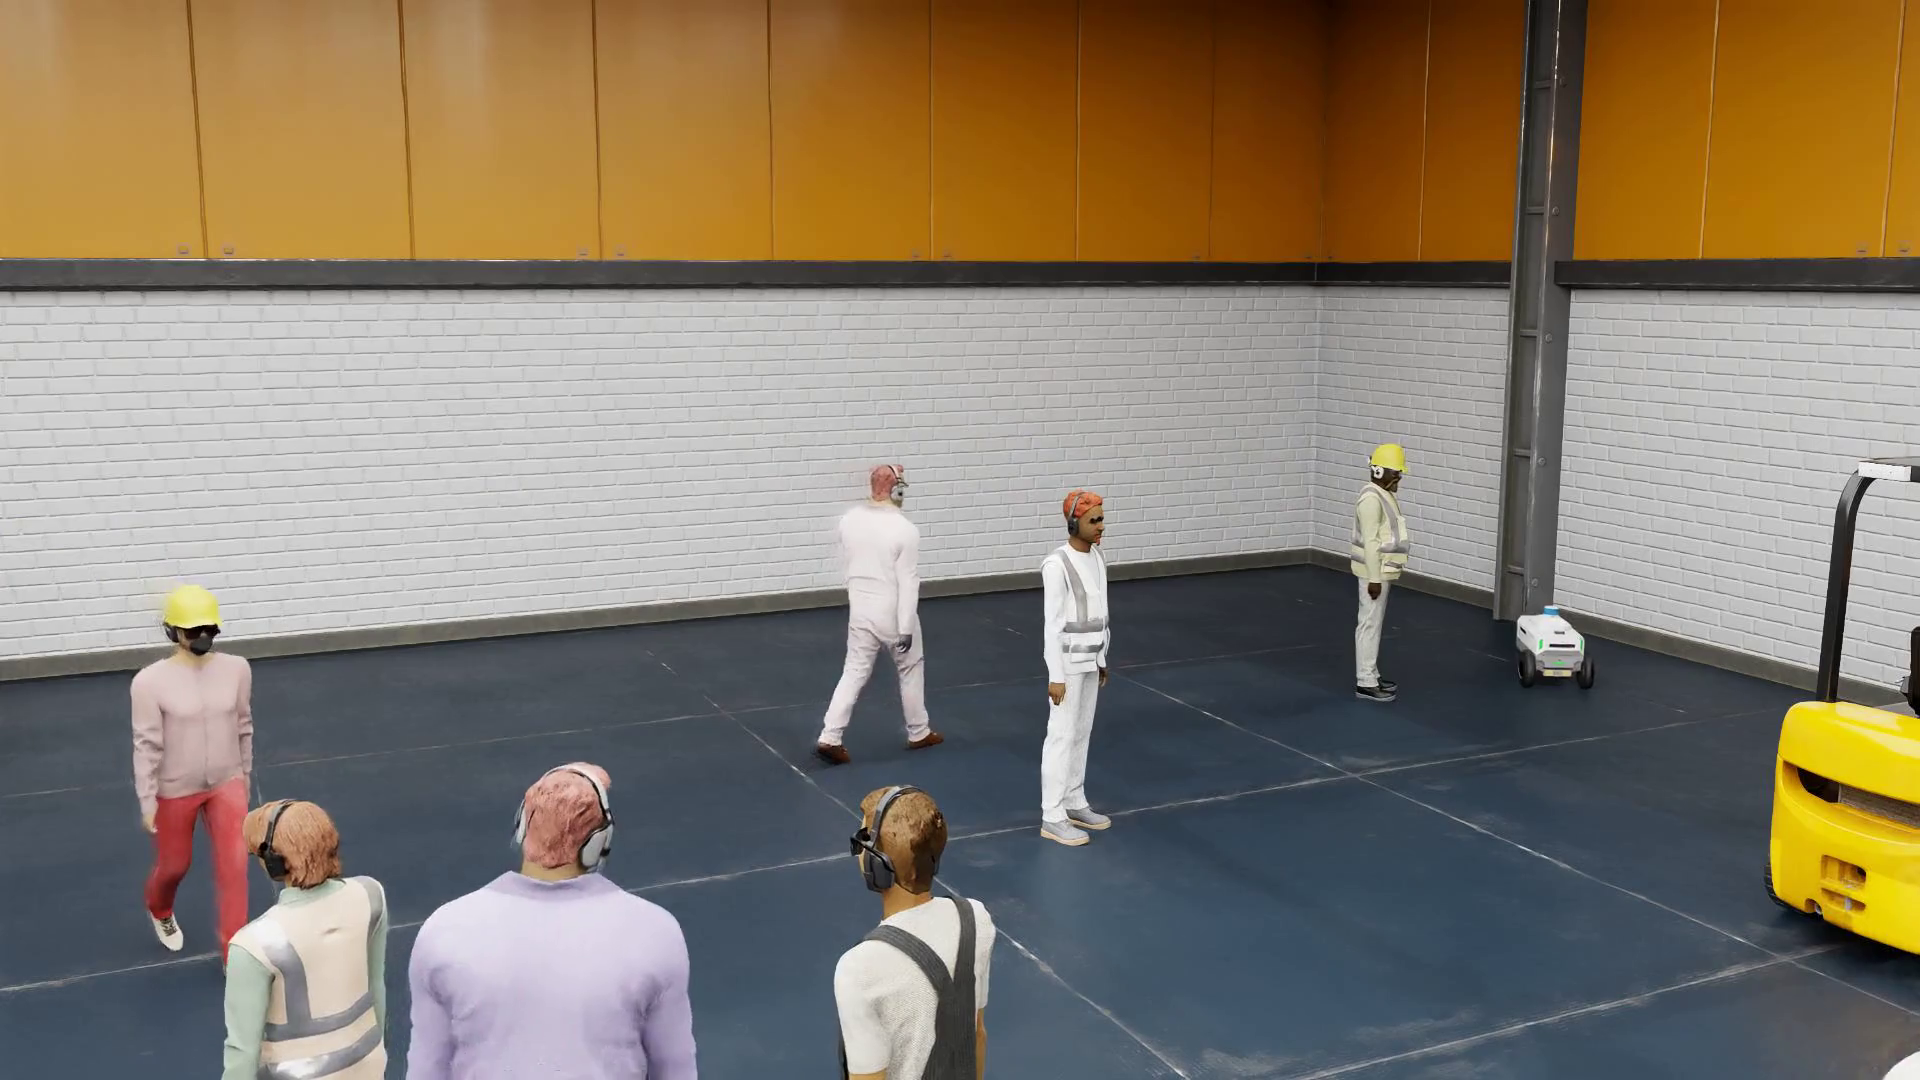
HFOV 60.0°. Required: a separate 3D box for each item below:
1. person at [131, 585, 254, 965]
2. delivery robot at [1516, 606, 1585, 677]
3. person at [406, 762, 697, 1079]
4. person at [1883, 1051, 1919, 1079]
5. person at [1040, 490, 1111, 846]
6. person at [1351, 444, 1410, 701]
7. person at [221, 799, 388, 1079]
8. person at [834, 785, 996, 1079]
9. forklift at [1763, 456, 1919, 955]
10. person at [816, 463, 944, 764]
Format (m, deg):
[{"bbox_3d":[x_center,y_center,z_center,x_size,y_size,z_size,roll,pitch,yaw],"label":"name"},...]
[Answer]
[{"bbox_3d":[-3.307,1.031,7.149,0.808,1.739,0.522,9,13,43],"label":"person"},{"bbox_3d":[4.370,0.730,12.321,0.477,0.478,0.707,1,8,6],"label":"delivery robot"},{"bbox_3d":[-0.976,1.454,4.070,0.670,1.868,0.866,-1,9,-7],"label":"person"},{"bbox_3d":[1.859,1.594,3.051,0.660,1.920,0.448,-5,11,-29],"label":"person"},{"bbox_3d":[0.625,0.668,8.907,0.337,1.882,0.585,5,11,29],"label":"person"},{"bbox_3d":[2.998,0.221,11.873,0.403,1.823,0.586,3,10,19],"label":"person"},{"bbox_3d":[-1.752,1.500,4.525,0.313,1.637,0.520,5,10,29],"label":"person"},{"bbox_3d":[-0.127,1.480,3.989,0.340,1.845,0.512,7,11,36],"label":"person"},{"bbox_3d":[4.857,0.731,7.561,2.313,2.155,1.214,-4,10,-25],"label":"forklift"},{"bbox_3d":[-0.507,0.450,10.319,0.633,1.870,0.960,6,11,35],"label":"person"}]
